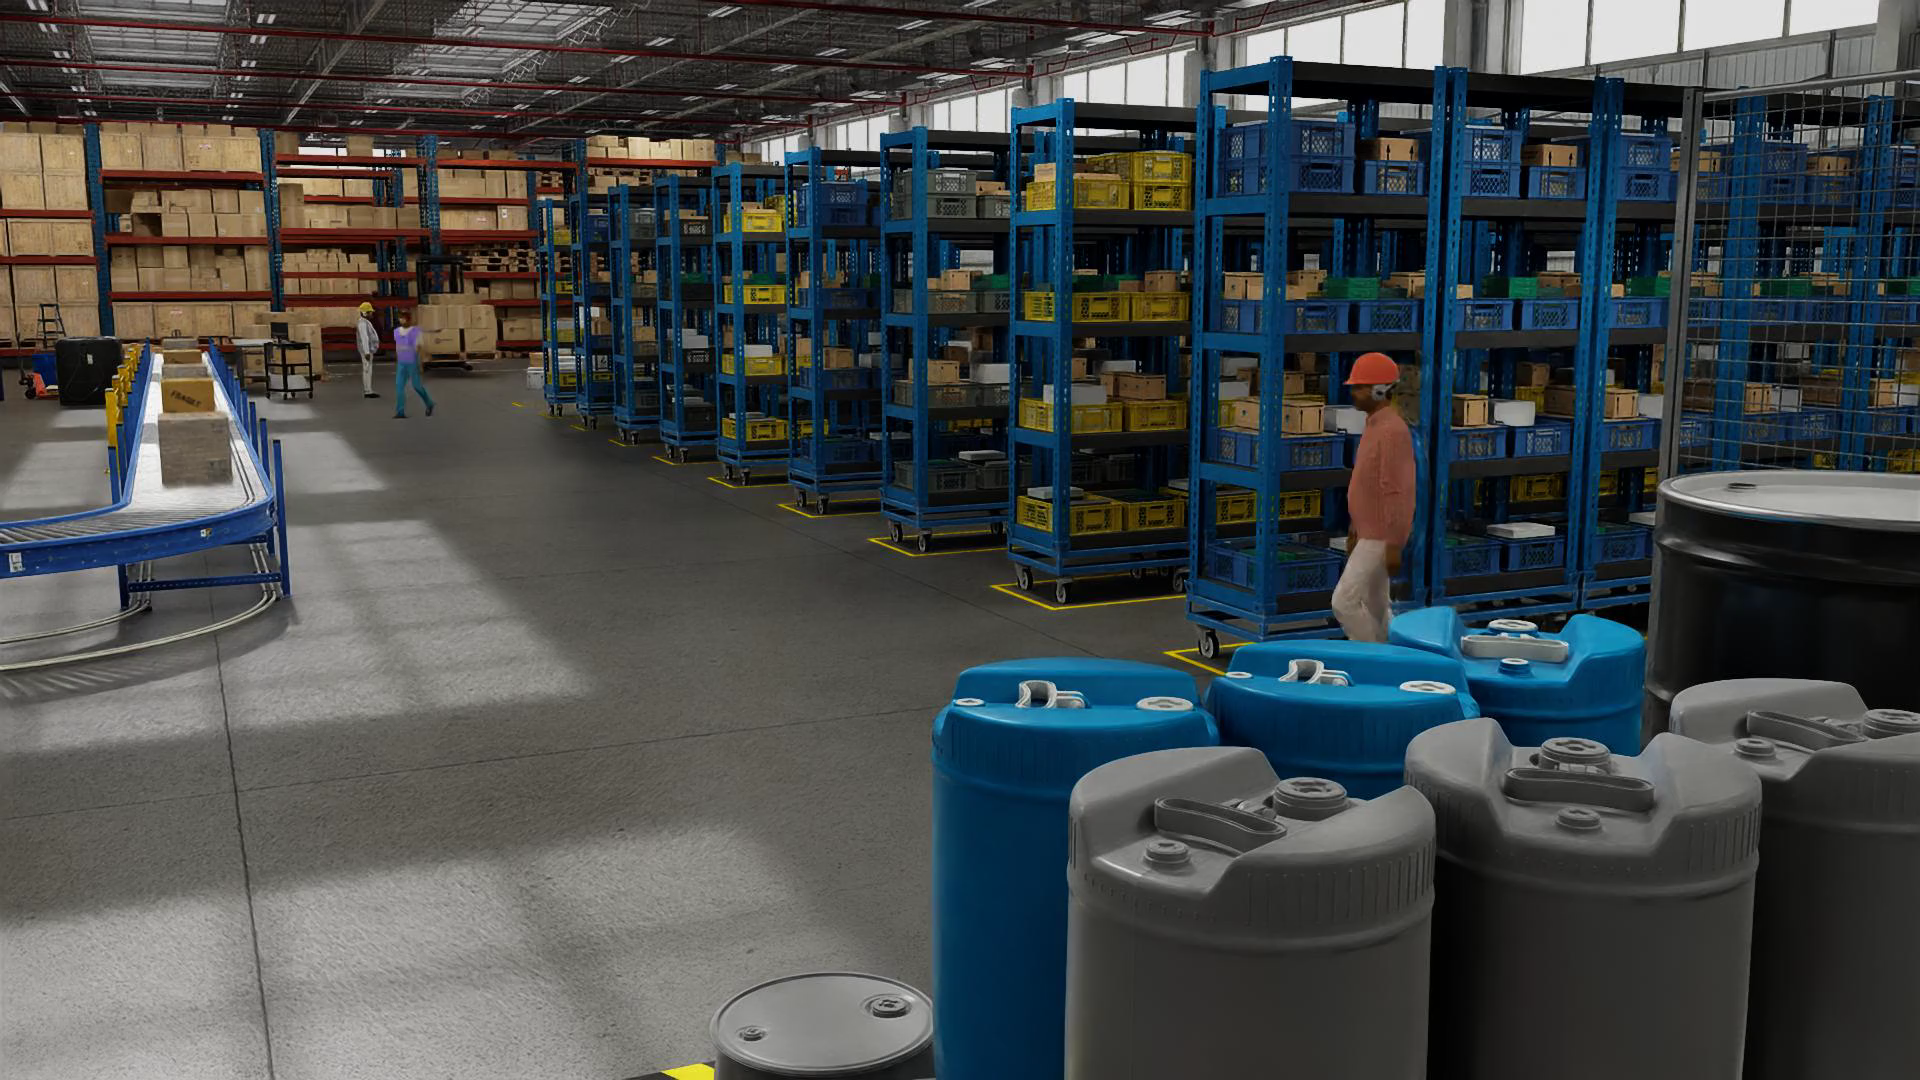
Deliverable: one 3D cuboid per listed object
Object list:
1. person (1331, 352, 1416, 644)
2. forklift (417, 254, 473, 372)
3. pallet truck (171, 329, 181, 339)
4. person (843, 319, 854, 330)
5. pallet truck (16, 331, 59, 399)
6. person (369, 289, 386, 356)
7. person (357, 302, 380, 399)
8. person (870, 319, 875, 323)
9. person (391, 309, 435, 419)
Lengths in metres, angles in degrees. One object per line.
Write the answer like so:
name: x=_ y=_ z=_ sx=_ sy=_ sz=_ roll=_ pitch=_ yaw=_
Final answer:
person: x=2.222 y=-0.037 z=9.106 sx=0.525 sy=1.973 sz=0.651 roll=1 pitch=9 yaw=5
forklift: x=-12.623 y=-5.519 z=40.331 sx=1.129 sy=2.768 sz=1.873 roll=-4 pitch=10 yaw=-25
pallet truck: x=-17.275 y=-3.851 z=35.096 sx=1.601 sy=1.201 sz=0.680 roll=0 pitch=9 yaw=1
person: x=-2.703 y=-4.636 z=37.867 sx=0.645 sy=1.907 sz=0.400 roll=-7 pitch=12 yaw=-38
pallet truck: x=-17.082 y=-3.353 z=31.781 sx=1.630 sy=1.274 sz=0.653 roll=-4 pitch=10 yaw=-25
person: x=-16.751 y=-6.221 z=47.698 sx=0.409 sy=1.909 sz=0.642 roll=4 pitch=10 yaw=21
person: x=-11.283 y=-3.609 z=31.717 sx=0.403 sy=1.833 sz=0.591 roll=-3 pitch=10 yaw=-16
person: x=-2.416 y=-6.453 z=49.789 sx=0.579 sy=1.694 sz=0.850 roll=1 pitch=9 yaw=8
person: x=-9.099 y=-2.916 z=27.536 sx=0.591 sy=1.806 sz=0.866 roll=3 pitch=10 yaw=20
